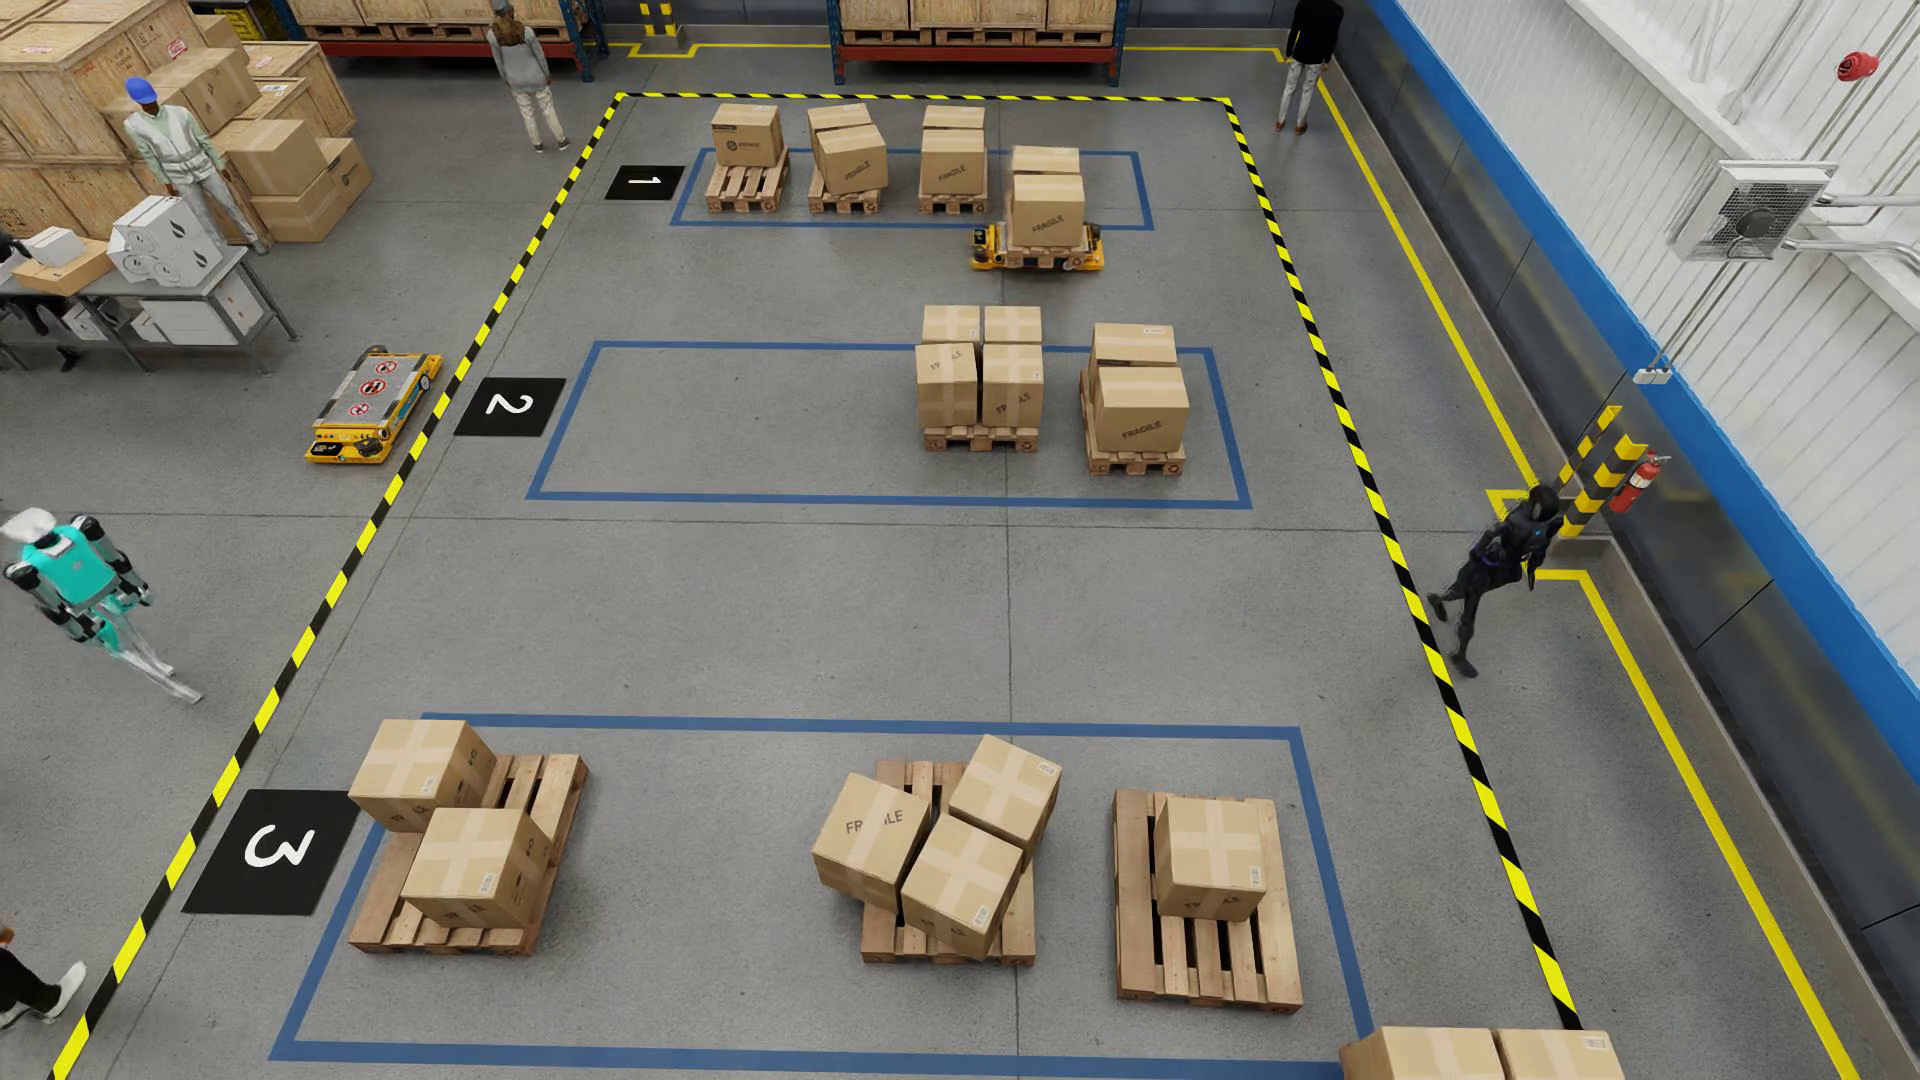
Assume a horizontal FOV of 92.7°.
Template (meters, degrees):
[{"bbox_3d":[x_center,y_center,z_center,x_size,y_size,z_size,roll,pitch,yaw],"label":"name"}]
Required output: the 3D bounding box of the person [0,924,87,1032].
[{"bbox_3d":[-5.200,2.022,4.629,0.610,1.834,0.423,-5,50,-4],"label":"person"}]

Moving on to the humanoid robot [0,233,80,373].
[{"bbox_3d":[-8.616,-2.375,8.457,0.592,1.639,0.548,-3,50,-3],"label":"humanoid robot"}]

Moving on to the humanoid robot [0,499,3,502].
[{"bbox_3d":[-8.460,-0.819,7.108,1.053,1.729,0.547,10,51,9],"label":"humanoid robot"}]

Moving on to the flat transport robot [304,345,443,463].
[{"bbox_3d":[-5.383,-1.269,8.441,0.659,0.231,1.431,1,50,1],"label":"flat transport robot"}]

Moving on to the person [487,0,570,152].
[{"bbox_3d":[-5.269,-5.623,11.143,0.571,1.765,0.401,-9,50,-7],"label":"person"}]

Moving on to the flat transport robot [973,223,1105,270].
[{"bbox_3d":[0.859,-3.249,10.098,1.431,0.197,0.652,1,50,1],"label":"flat transport robot"}]

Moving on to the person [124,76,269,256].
[{"bbox_3d":[-7.942,-3.803,9.494,0.607,1.939,0.413,-31,56,-23],"label":"person"}]

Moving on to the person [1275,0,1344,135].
[{"bbox_3d":[4.341,-6.036,11.421,0.585,1.878,0.388,23,53,18],"label":"person"}]

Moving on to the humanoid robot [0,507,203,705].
[{"bbox_3d":[-5.742,0.410,6.060,0.821,1.770,0.556,14,51,11],"label":"humanoid robot"}]

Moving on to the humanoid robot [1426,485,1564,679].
[{"bbox_3d":[3.708,0.216,6.296,0.604,1.626,0.786,-8,50,-7],"label":"humanoid robot"}]
